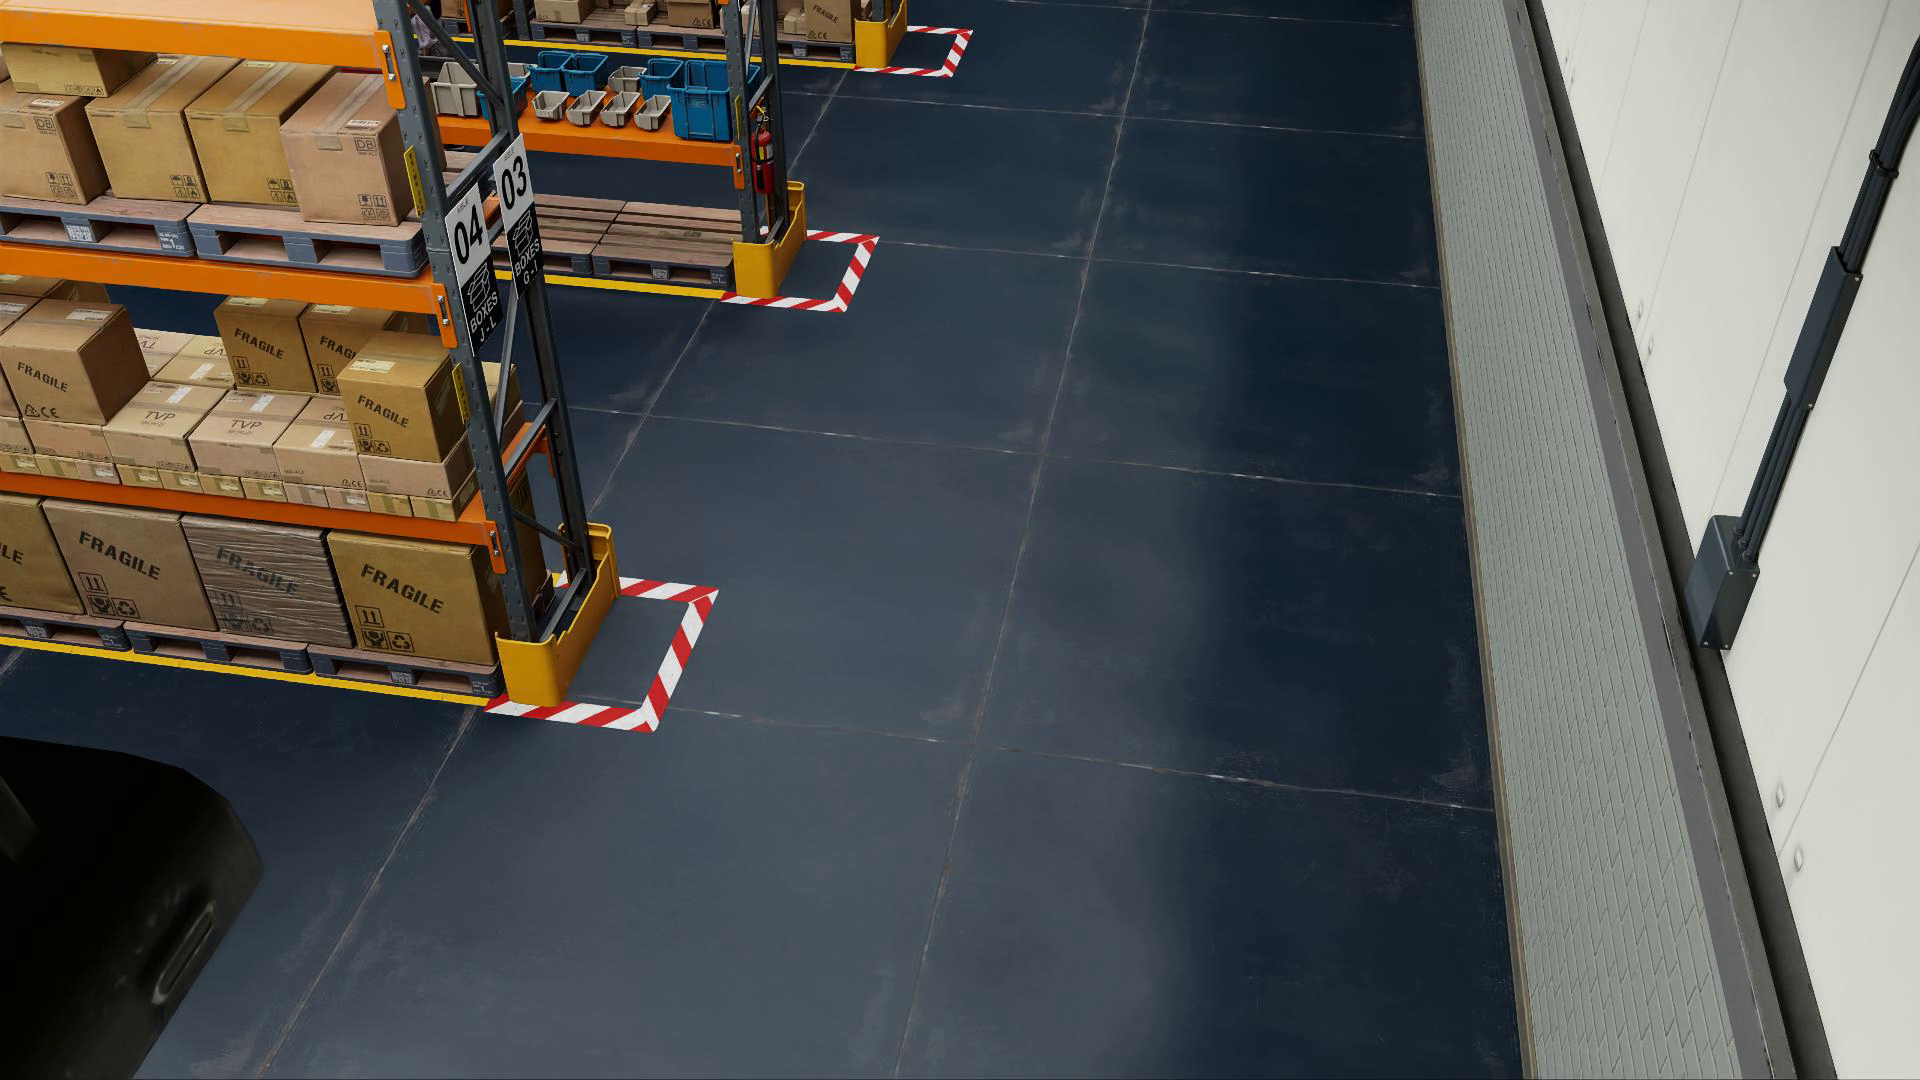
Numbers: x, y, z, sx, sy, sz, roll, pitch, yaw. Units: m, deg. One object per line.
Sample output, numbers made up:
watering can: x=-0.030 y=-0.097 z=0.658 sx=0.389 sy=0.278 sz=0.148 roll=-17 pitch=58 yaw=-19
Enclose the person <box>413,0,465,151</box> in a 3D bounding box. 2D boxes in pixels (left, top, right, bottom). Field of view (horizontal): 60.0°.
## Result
person: x=-4.904 y=-4.530 z=15.658 sx=0.528 sy=1.734 sz=0.606 roll=4 pitch=38 yaw=5
